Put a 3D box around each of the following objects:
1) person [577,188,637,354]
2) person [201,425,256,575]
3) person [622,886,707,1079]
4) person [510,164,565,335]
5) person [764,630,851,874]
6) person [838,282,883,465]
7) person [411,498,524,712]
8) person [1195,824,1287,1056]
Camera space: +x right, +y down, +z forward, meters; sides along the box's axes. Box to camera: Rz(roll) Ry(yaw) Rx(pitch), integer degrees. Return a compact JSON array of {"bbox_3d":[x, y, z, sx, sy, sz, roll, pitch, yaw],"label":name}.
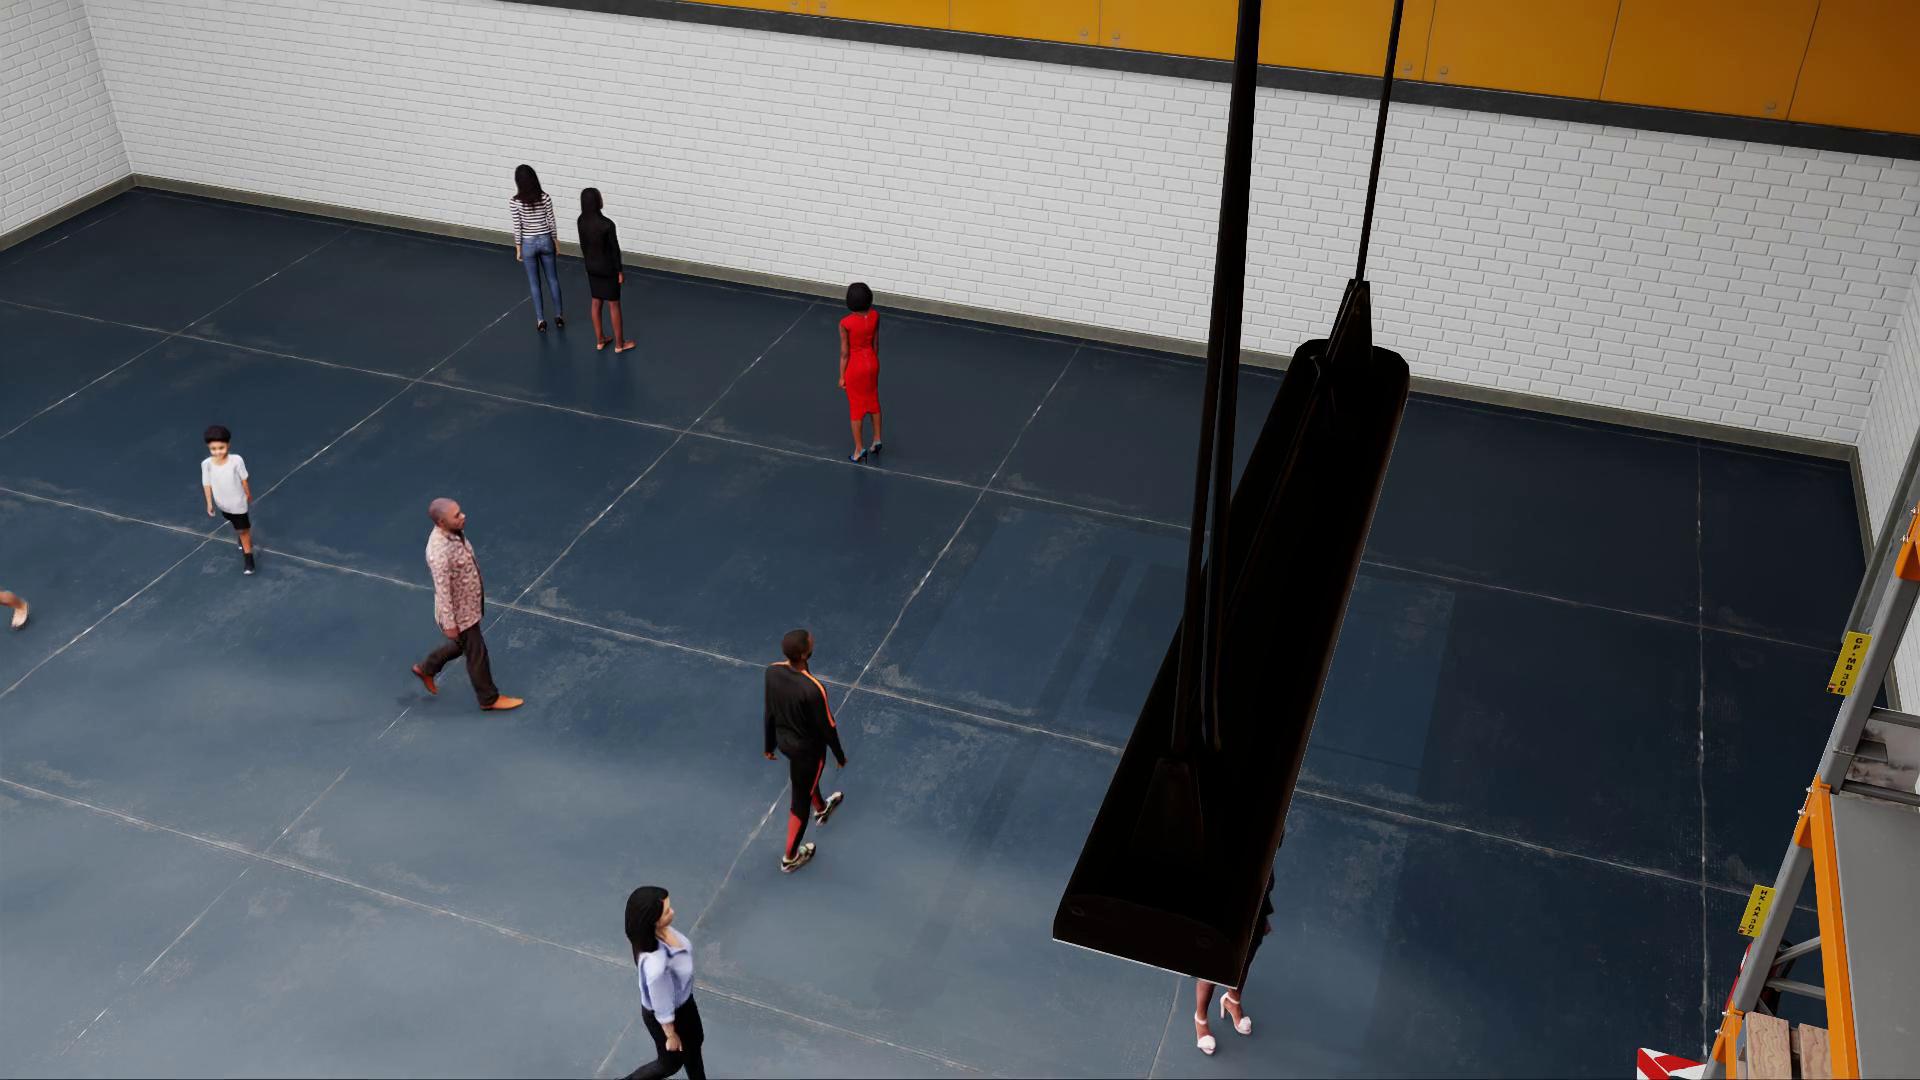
[{"bbox_3d":[-3.593,-2.715,16.707,0.639,1.721,0.557,16,37,23],"label":"person"},{"bbox_3d":[-6.000,-0.398,13.662,0.779,1.232,0.949,-6,34,-10],"label":"person"},{"bbox_3d":[-1.647,2.511,8.844,1.017,1.723,1.070,-6,34,-9],"label":"person"},{"bbox_3d":[-4.324,-2.976,17.031,0.648,1.797,0.704,-14,36,-20],"label":"person"},{"bbox_3d":[-1.066,1.365,10.517,0.842,1.778,1.071,22,40,30],"label":"person"},{"bbox_3d":[-0.882,-1.494,14.850,0.603,1.743,0.714,-24,40,-31],"label":"person"},{"bbox_3d":[-3.652,0.478,11.843,1.031,1.787,1.095,-2,34,-3],"label":"person"},{"bbox_3d":[1.552,2.157,9.318,0.672,1.787,0.737,-16,37,-23],"label":"person"}]
